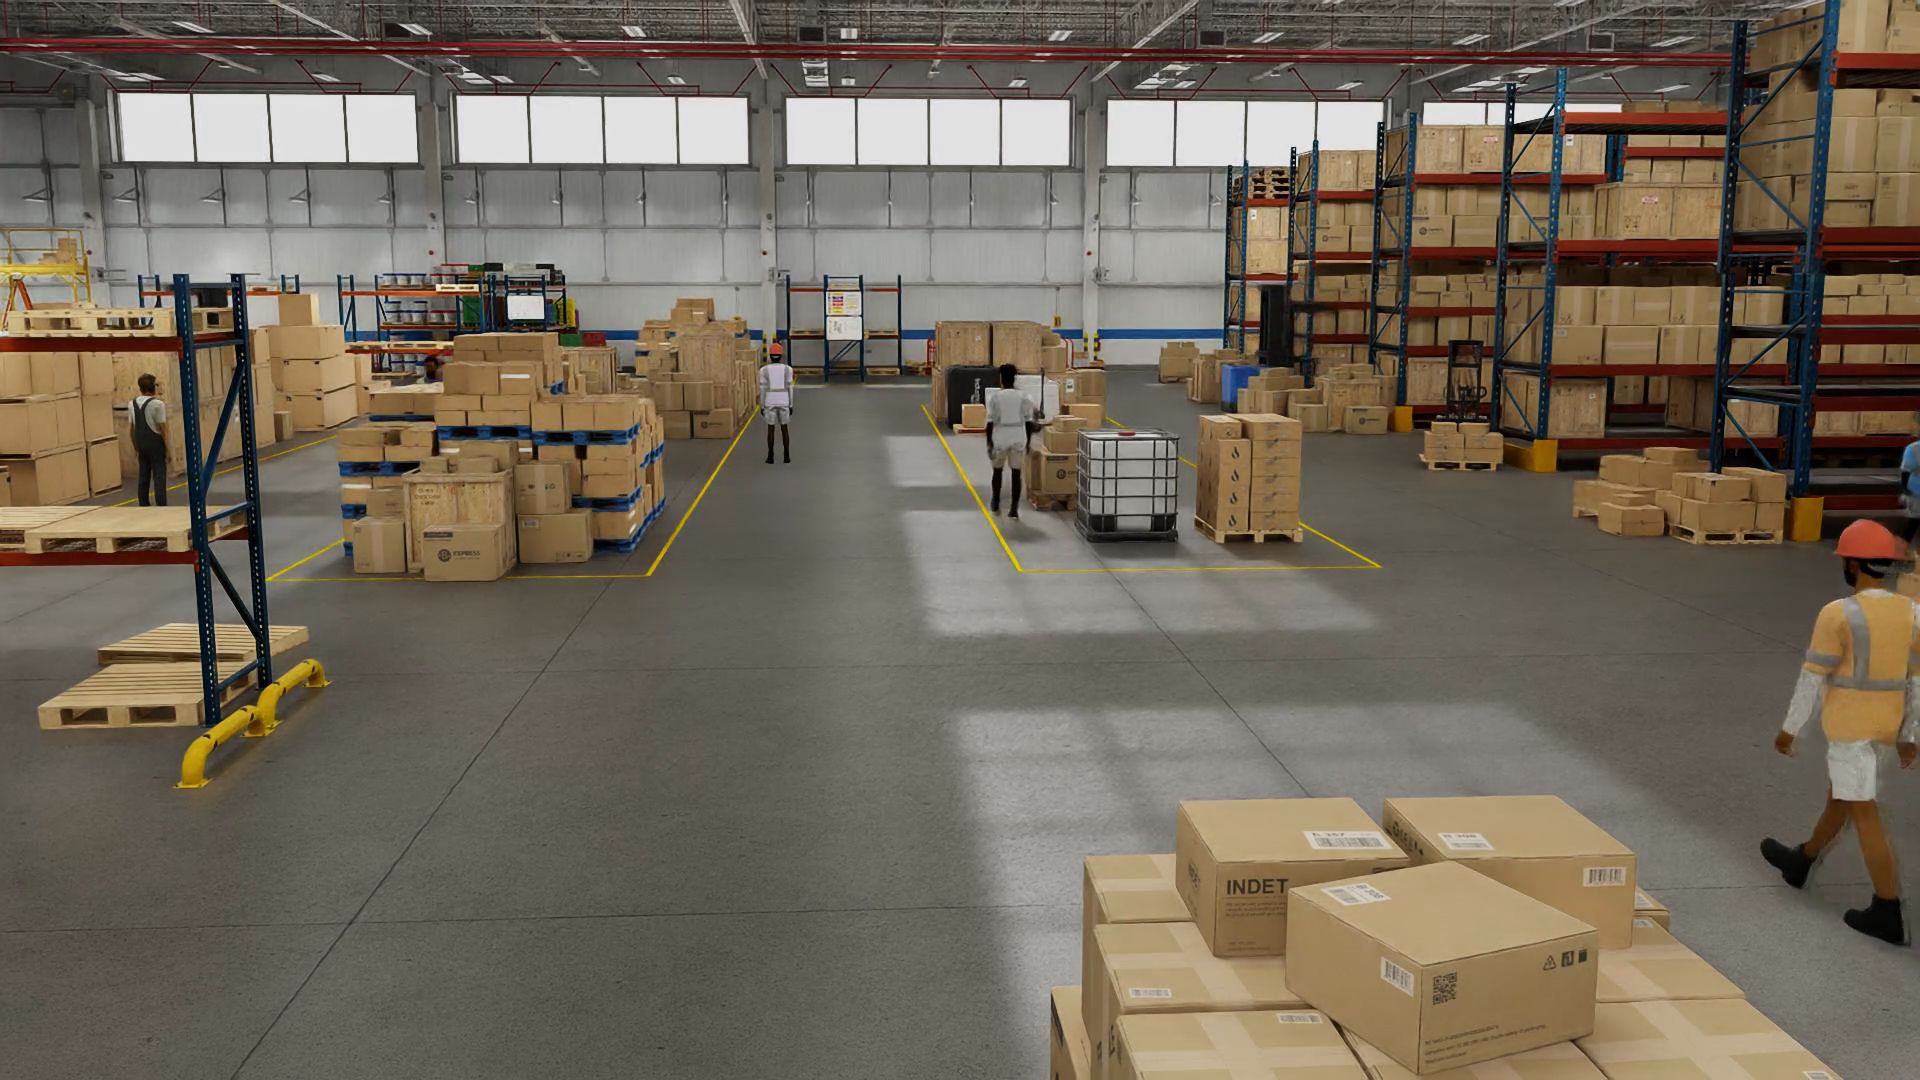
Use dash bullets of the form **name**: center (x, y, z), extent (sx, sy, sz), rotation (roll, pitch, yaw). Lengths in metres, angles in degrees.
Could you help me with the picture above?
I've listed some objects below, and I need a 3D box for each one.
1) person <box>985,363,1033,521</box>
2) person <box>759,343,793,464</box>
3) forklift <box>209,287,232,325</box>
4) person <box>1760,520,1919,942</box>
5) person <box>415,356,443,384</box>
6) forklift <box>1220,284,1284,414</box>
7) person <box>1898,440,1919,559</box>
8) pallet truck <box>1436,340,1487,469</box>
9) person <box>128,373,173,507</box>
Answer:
- **person**: center (0.599, -1.231, 20.785), extent (0.607, 1.918, 0.934), rotation (-1, 9, -4)
- **person**: center (-2.949, -2.190, 26.731), extent (0.545, 1.938, 0.362), rotation (-2, 9, -13)
- **forklift**: center (-16.849, -4.453, 37.988), extent (1.873, 2.768, 1.129), rotation (-5, 10, -30)
- **person**: center (4.152, 0.843, 7.821), extent (0.566, 1.884, 0.979), rotation (-3, 10, -18)
- **person**: center (-7.512, -1.684, 23.790), extent (0.599, 1.863, 1.032), rotation (0, 9, -1)
- **forklift**: center (6.623, -4.075, 35.615), extent (1.873, 2.768, 1.129), rotation (-1, 9, -4)
- **person**: center (9.947, -0.513, 17.151), extent (0.535, 1.647, 0.823), rotation (3, 10, 18)
- **pallet truck**: center (8.004, -2.170, 26.422), extent (0.823, 1.965, 1.885), rotation (2, 9, 14)
- **person**: center (-9.775, -1.092, 20.127), extent (0.514, 1.845, 0.336), rotation (2, 9, 13)
